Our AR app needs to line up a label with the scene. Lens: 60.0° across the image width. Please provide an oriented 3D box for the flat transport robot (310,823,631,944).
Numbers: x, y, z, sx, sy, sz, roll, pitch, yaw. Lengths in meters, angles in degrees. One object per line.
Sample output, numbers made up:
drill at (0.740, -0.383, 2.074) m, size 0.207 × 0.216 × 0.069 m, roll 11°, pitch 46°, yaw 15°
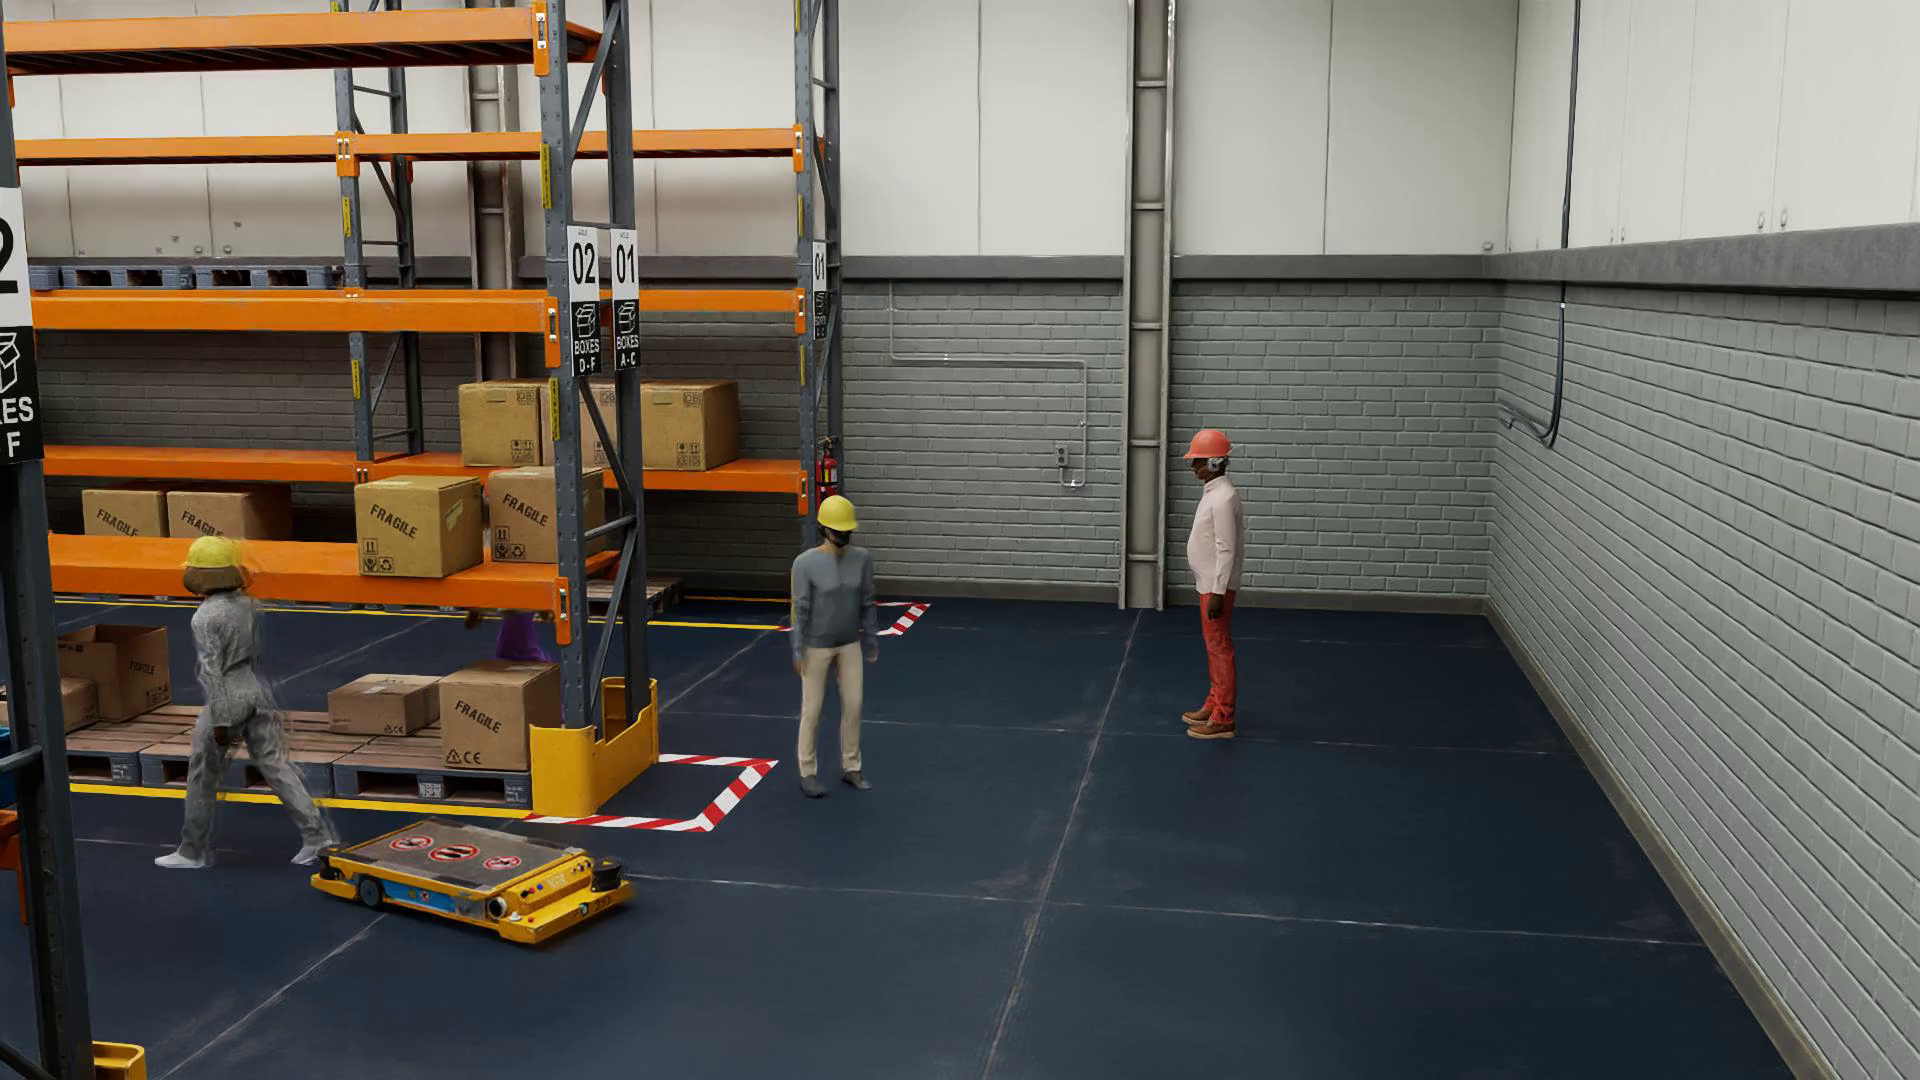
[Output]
flat transport robot at (-2.334, 1.588, 7.907) m, size 1.431 × 0.197 × 0.652 m, roll 5°, pitch 10°, yaw 28°

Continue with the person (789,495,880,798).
person at (-0.703, 0.602, 9.459) m, size 0.587 × 1.753 × 0.383 m, roll -6°, pitch 11°, yaw -33°

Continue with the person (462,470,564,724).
person at (-2.972, 0.400, 10.829) m, size 0.900 × 1.703 × 0.564 m, roll 1°, pitch 9°, yaw 8°

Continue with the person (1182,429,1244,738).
person at (1.620, 0.278, 10.710) m, size 0.401 × 1.989 × 0.623 m, roll 1°, pitch 9°, yaw 4°

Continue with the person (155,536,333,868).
person at (-3.579, 0.816, 8.291) m, size 0.895 × 1.701 × 0.496 m, roll 1°, pitch 9°, yaw 8°
